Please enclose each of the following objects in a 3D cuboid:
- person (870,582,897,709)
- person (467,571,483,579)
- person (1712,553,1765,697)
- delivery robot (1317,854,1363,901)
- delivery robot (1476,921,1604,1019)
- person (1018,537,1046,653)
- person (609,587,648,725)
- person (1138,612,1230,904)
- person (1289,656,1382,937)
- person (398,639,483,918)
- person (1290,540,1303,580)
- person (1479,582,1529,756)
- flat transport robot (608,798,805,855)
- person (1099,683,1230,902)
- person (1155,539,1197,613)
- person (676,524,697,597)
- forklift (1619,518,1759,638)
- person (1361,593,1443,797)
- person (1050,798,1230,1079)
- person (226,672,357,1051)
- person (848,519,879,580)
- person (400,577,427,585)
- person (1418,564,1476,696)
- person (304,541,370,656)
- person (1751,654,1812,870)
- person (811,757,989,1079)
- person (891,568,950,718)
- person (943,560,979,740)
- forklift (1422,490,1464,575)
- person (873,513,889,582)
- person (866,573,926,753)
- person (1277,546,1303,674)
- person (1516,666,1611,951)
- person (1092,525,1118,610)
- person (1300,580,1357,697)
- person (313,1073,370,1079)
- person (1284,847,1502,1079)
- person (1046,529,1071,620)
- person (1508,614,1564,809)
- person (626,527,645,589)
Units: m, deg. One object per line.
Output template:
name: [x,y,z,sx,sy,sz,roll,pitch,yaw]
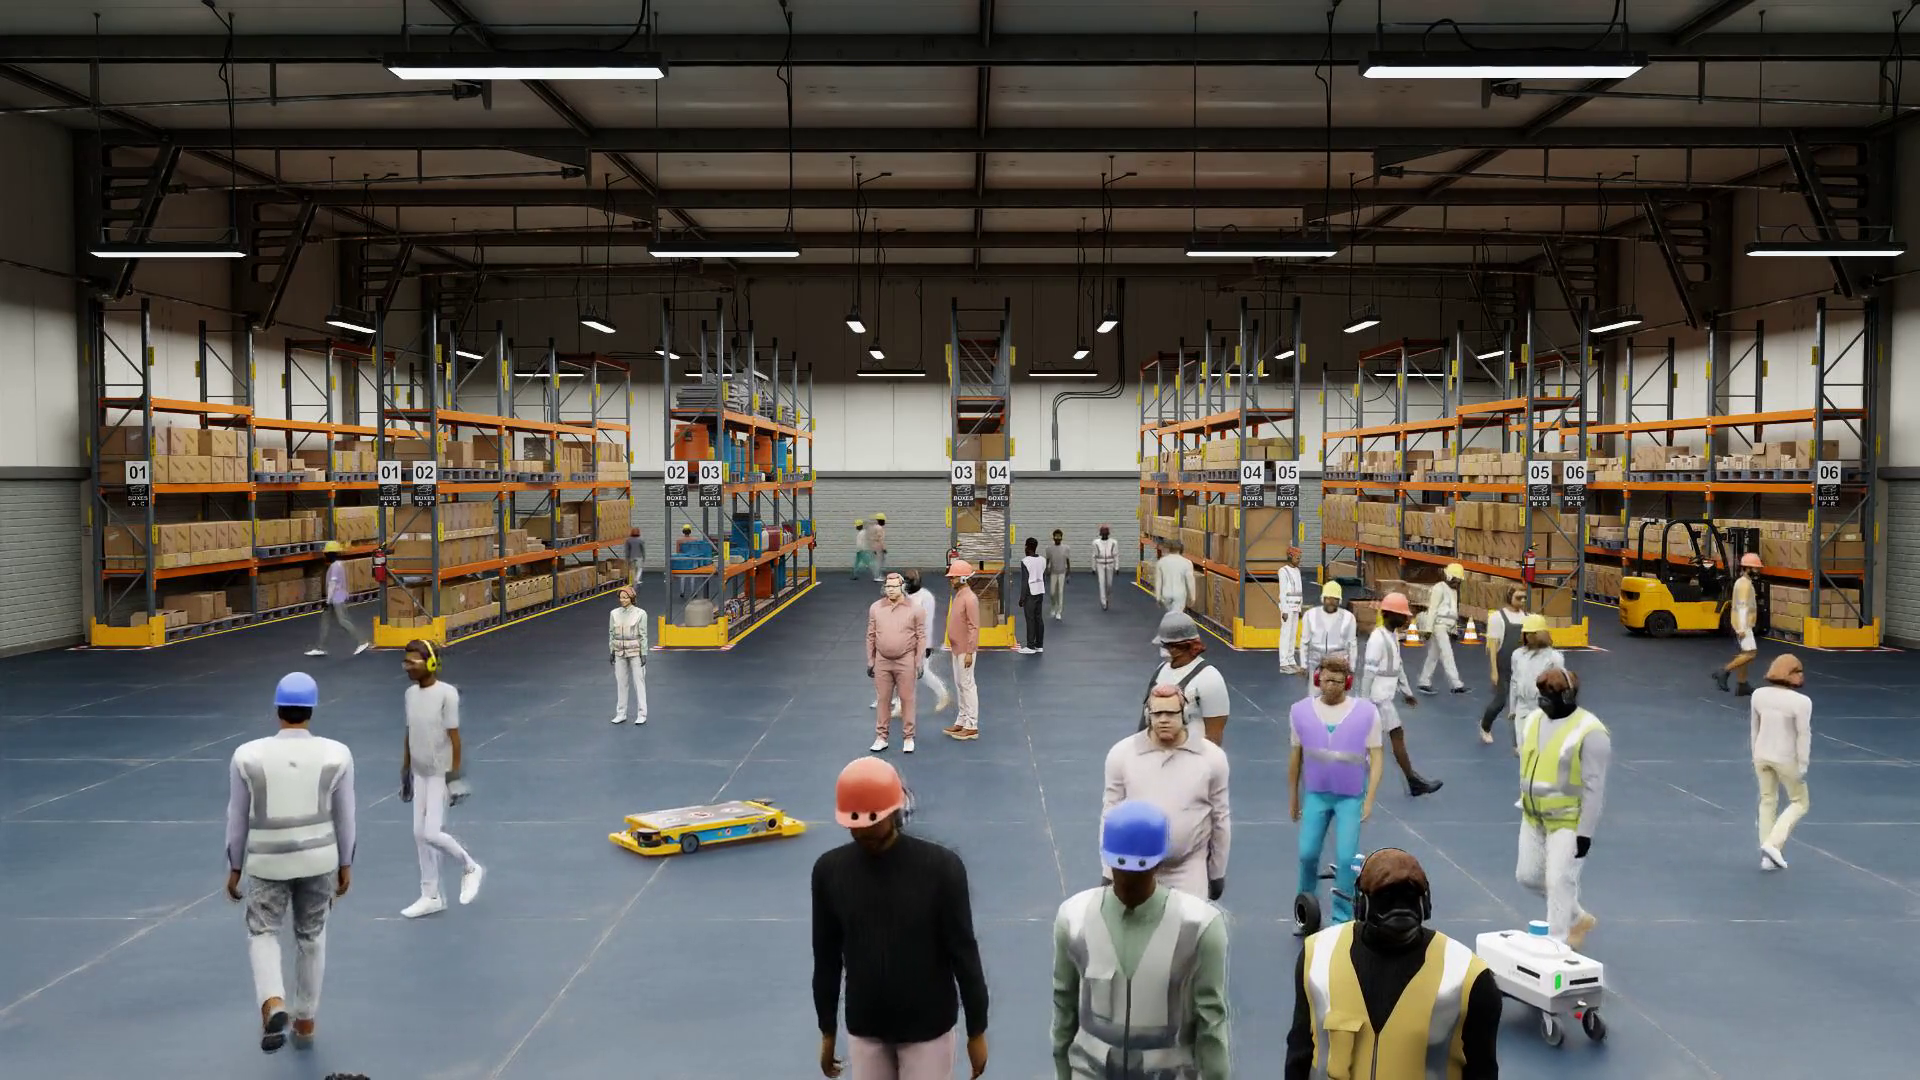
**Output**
person: [-0.929,1.330,20.493,0.519,1.596,0.788,2,3,41]
person: [-11.872,0.456,39.475,0.591,1.834,0.404,0,2,2]
person: [10.404,1.129,21.500,0.566,1.923,0.556,1,2,23]
delivery robot: [2.486,2.097,10.165,0.335,0.223,0.698,-1,2,-15]
delivery robot: [3.093,2.286,8.633,0.477,0.478,0.707,-1,2,-20]
person: [1.206,0.917,26.817,0.391,1.920,0.593,2,3,38]
person: [-3.924,1.366,19.142,0.514,1.631,0.318,1,2,20]
person: [1.463,1.509,10.941,0.536,2.000,0.673,-1,3,-30]
person: [2.365,1.636,10.202,0.595,1.807,0.547,1,2,24]
person: [-3.515,1.583,10.857,0.530,1.855,0.448,2,3,34]
person: [9.419,0.334,45.289,0.576,1.616,0.507,1,3,25]
person: [5.807,1.348,17.098,0.521,1.825,0.786,-1,2,-13]
flat transport robot: [-2.033,2.298,13.008,1.431,0.197,0.652,-2,3,-37]
person: [1.032,1.668,8.207,0.656,1.889,0.443,1,2,14]
person: [3.597,0.938,26.579,0.645,1.886,1.040,2,3,33]
person: [-6.629,0.498,39.272,0.524,1.769,0.309,0,2,-5]
forklift: [13.417,0.684,29.791,2.313,2.155,1.214,0,2,0]
person: [3.885,1.420,14.945,1.080,1.873,0.530,1,2,22]
person: [0.607,1.772,5.379,0.619,1.915,0.774,1,2,19]
person: [-3.404,1.651,8.244,0.623,1.929,0.624,-1,3,-25]
person: [-2.701,0.269,45.547,0.825,1.719,0.527,0,2,-6]
person: [-11.019,0.806,32.575,0.541,1.683,0.387,0,2,2]
person: [6.526,1.203,21.551,0.886,1.761,0.650,1,3,33]
person: [-10.179,0.950,26.423,0.967,1.891,0.589,-1,3,-25]
person: [6.068,1.654,11.984,0.388,1.623,0.512,-1,3,-28]
person: [-0.209,1.732,5.809,0.659,1.956,0.641,1,2,21]
person: [-0.511,1.249,19.766,0.796,1.816,0.633,-2,3,-40]
person: [0.024,1.224,18.134,0.386,1.992,0.624,-1,2,-16]
forklift: [13.926,-0.371,47.846,1.873,2.768,1.129,0,2,0]
person: [-2.159,0.208,44.819,0.592,1.907,0.596,0,2,-2]
person: [-0.694,1.304,17.210,0.653,1.906,0.408,1,2,13]
person: [4.950,1.040,24.124,0.356,1.886,0.574,2,3,35]
person: [3.546,1.650,9.533,0.634,1.828,0.655,-1,2,-23]
person: [3.204,0.592,35.729,0.587,1.862,0.741,0,2,0]
person: [4.019,1.335,17.585,0.606,1.811,0.568,1,2,17]
person: [-1.341,1.971,3.510,0.549,1.642,0.858,1,2,18]
person: [1.262,1.829,4.791,0.629,1.846,0.429,1,3,27]
person: [2.020,0.703,33.056,0.519,1.855,0.388,0,2,4]
person: [5.142,1.507,14.347,0.468,1.729,0.489,-2,3,-40]
person: [-8.402,0.471,41.771,0.501,1.620,0.427,0,2,-3]
